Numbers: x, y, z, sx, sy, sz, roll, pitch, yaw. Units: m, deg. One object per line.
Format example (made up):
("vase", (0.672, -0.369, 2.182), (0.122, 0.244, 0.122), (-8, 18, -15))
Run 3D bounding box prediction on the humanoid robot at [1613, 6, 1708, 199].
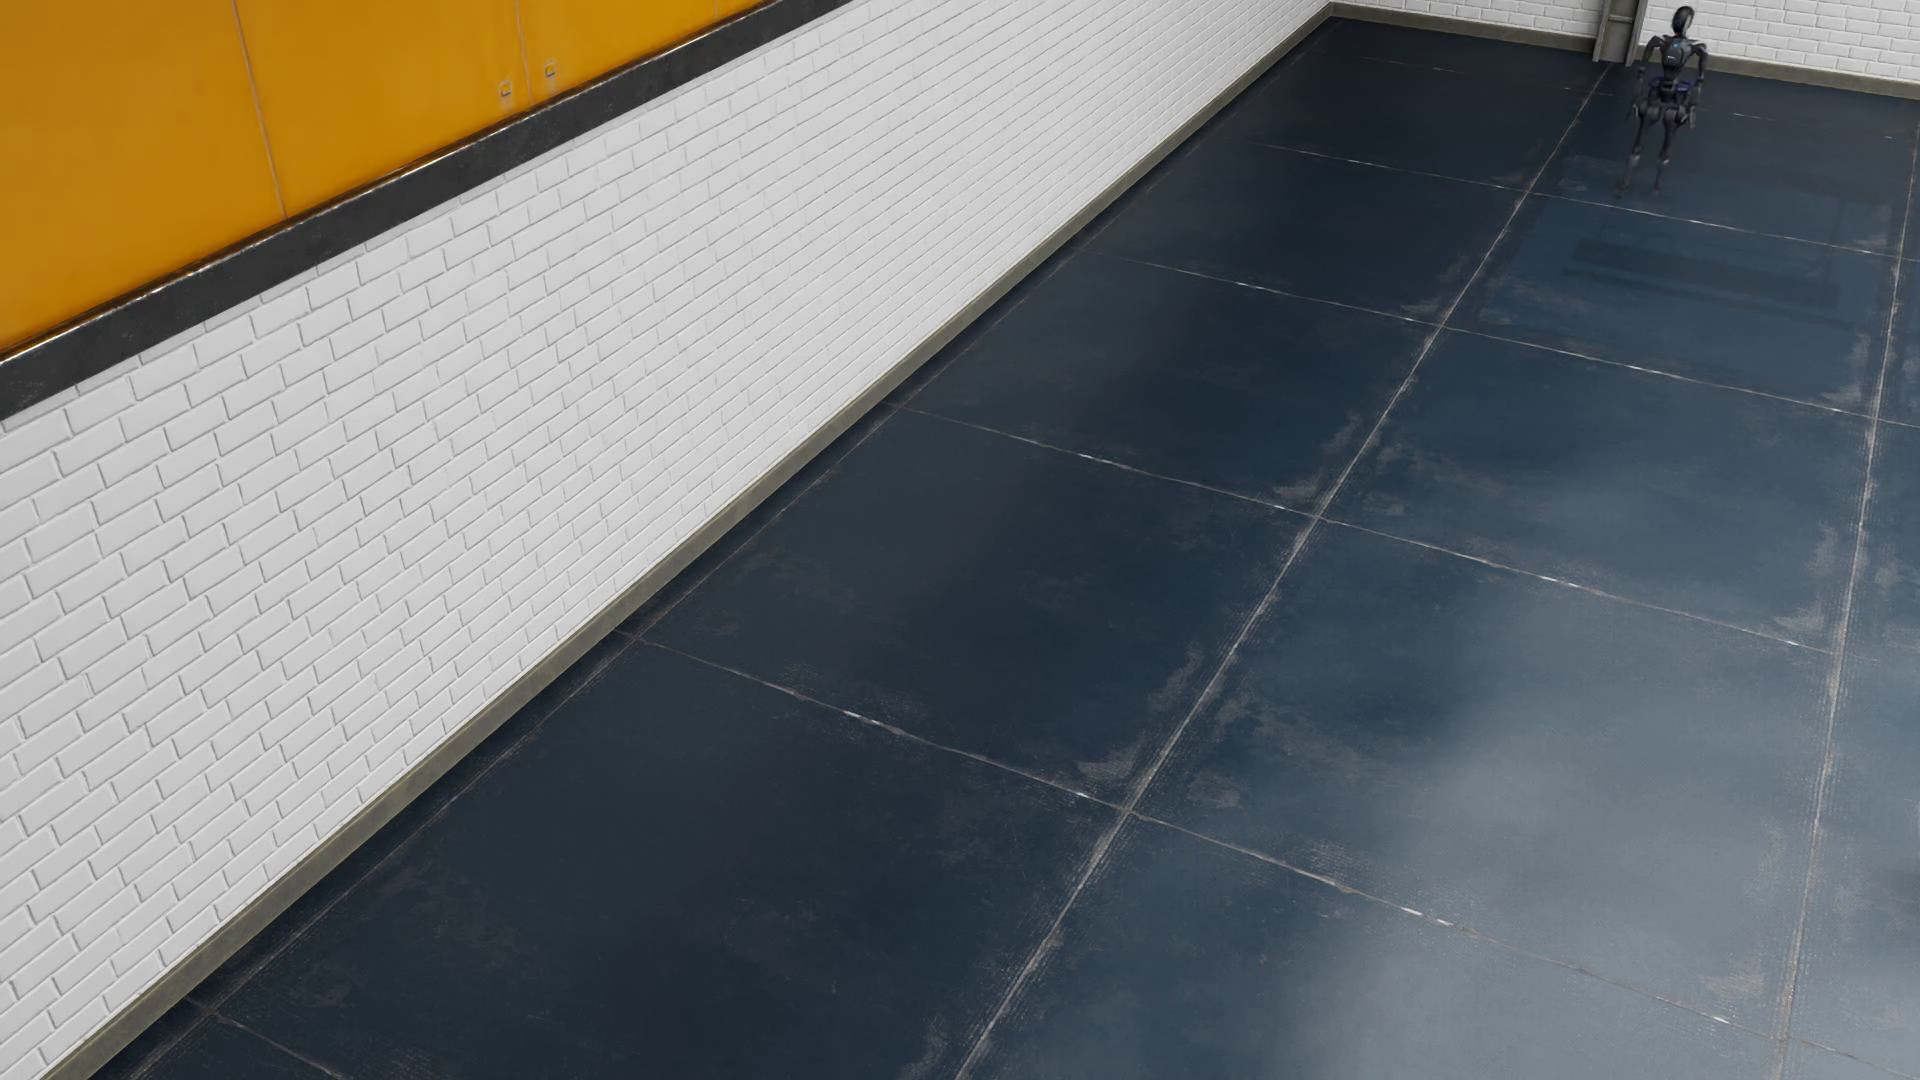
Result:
("humanoid robot", (6.059, -3.742, 14.291), (0.589, 1.660, 0.390), (19, 38, 26))
